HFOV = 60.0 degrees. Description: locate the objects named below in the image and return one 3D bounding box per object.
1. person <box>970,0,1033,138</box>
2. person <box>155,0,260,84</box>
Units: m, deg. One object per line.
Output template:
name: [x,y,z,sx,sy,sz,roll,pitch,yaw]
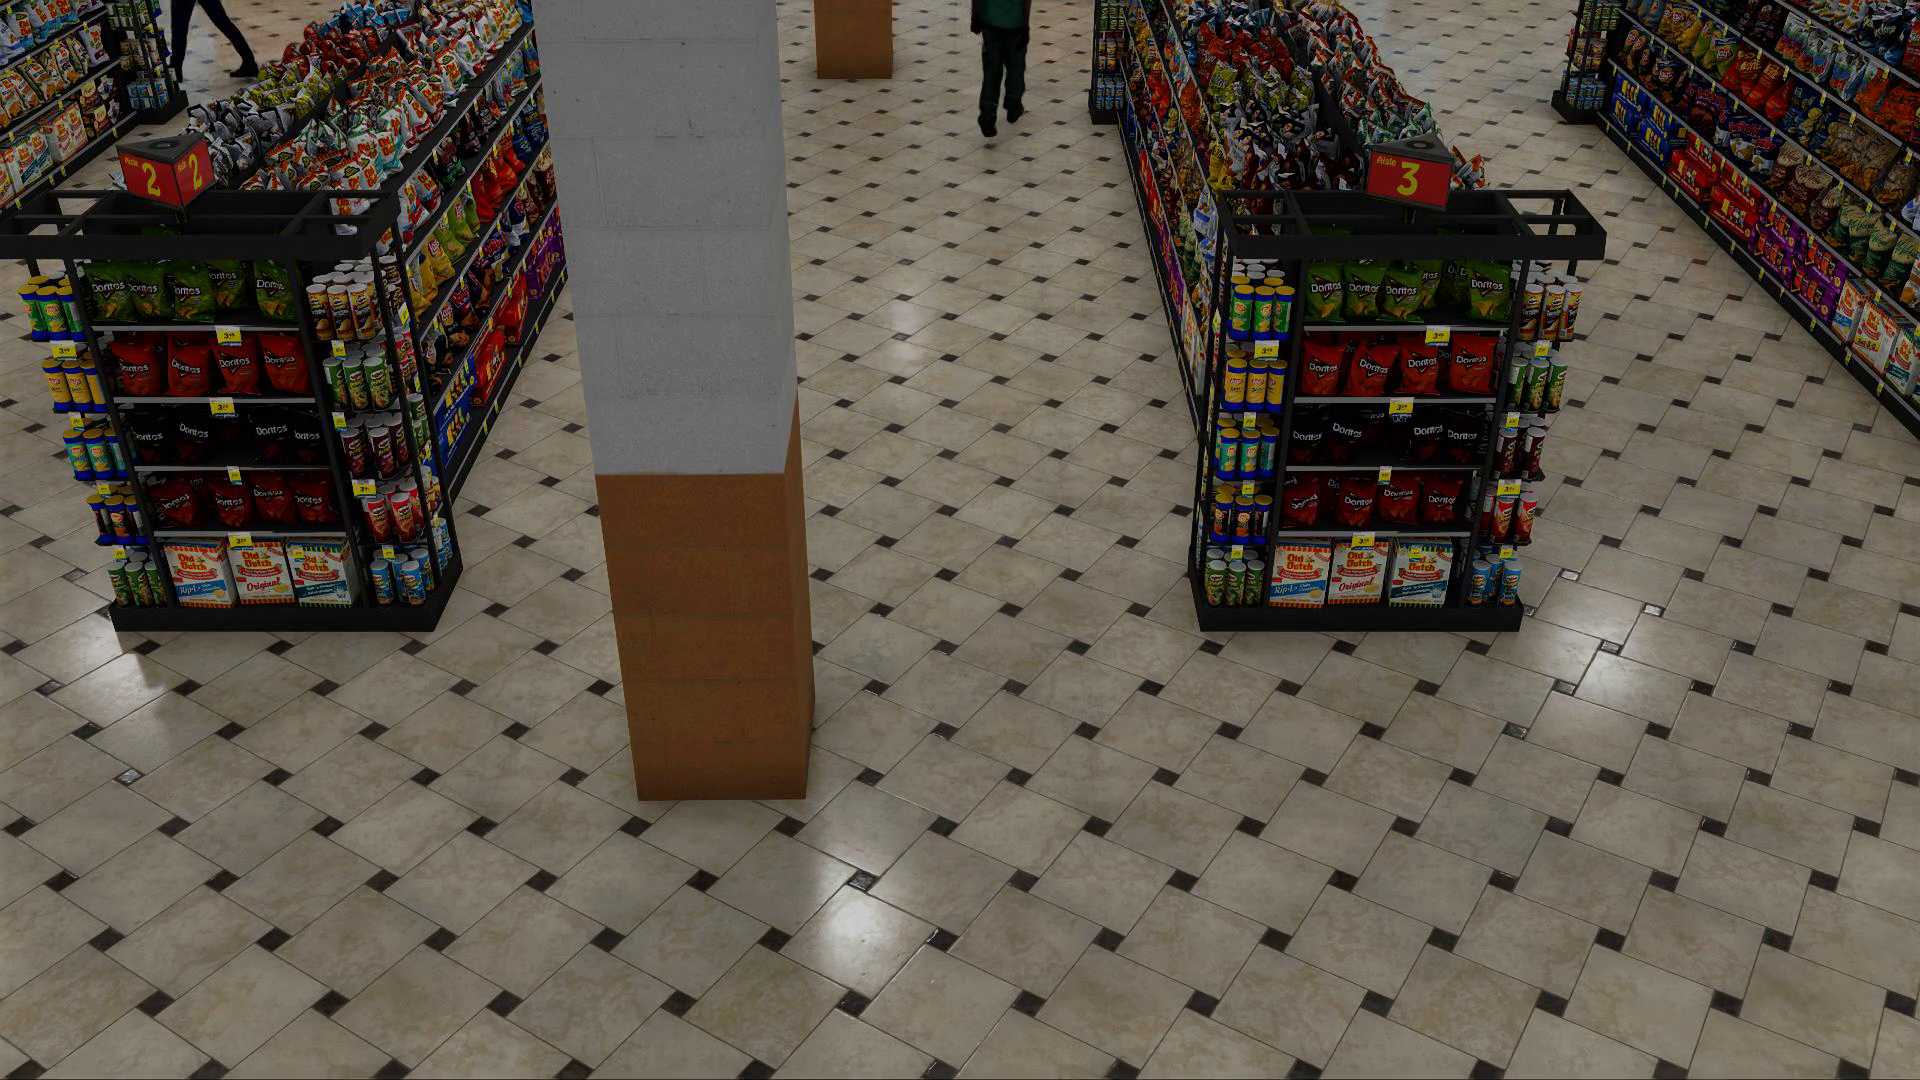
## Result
person: [0.328,-4.187,13.651,0.934,1.798,1.285,9,33,14]
person: [-6.796,-4.997,14.917,0.715,1.835,1.092,0,32,0]
